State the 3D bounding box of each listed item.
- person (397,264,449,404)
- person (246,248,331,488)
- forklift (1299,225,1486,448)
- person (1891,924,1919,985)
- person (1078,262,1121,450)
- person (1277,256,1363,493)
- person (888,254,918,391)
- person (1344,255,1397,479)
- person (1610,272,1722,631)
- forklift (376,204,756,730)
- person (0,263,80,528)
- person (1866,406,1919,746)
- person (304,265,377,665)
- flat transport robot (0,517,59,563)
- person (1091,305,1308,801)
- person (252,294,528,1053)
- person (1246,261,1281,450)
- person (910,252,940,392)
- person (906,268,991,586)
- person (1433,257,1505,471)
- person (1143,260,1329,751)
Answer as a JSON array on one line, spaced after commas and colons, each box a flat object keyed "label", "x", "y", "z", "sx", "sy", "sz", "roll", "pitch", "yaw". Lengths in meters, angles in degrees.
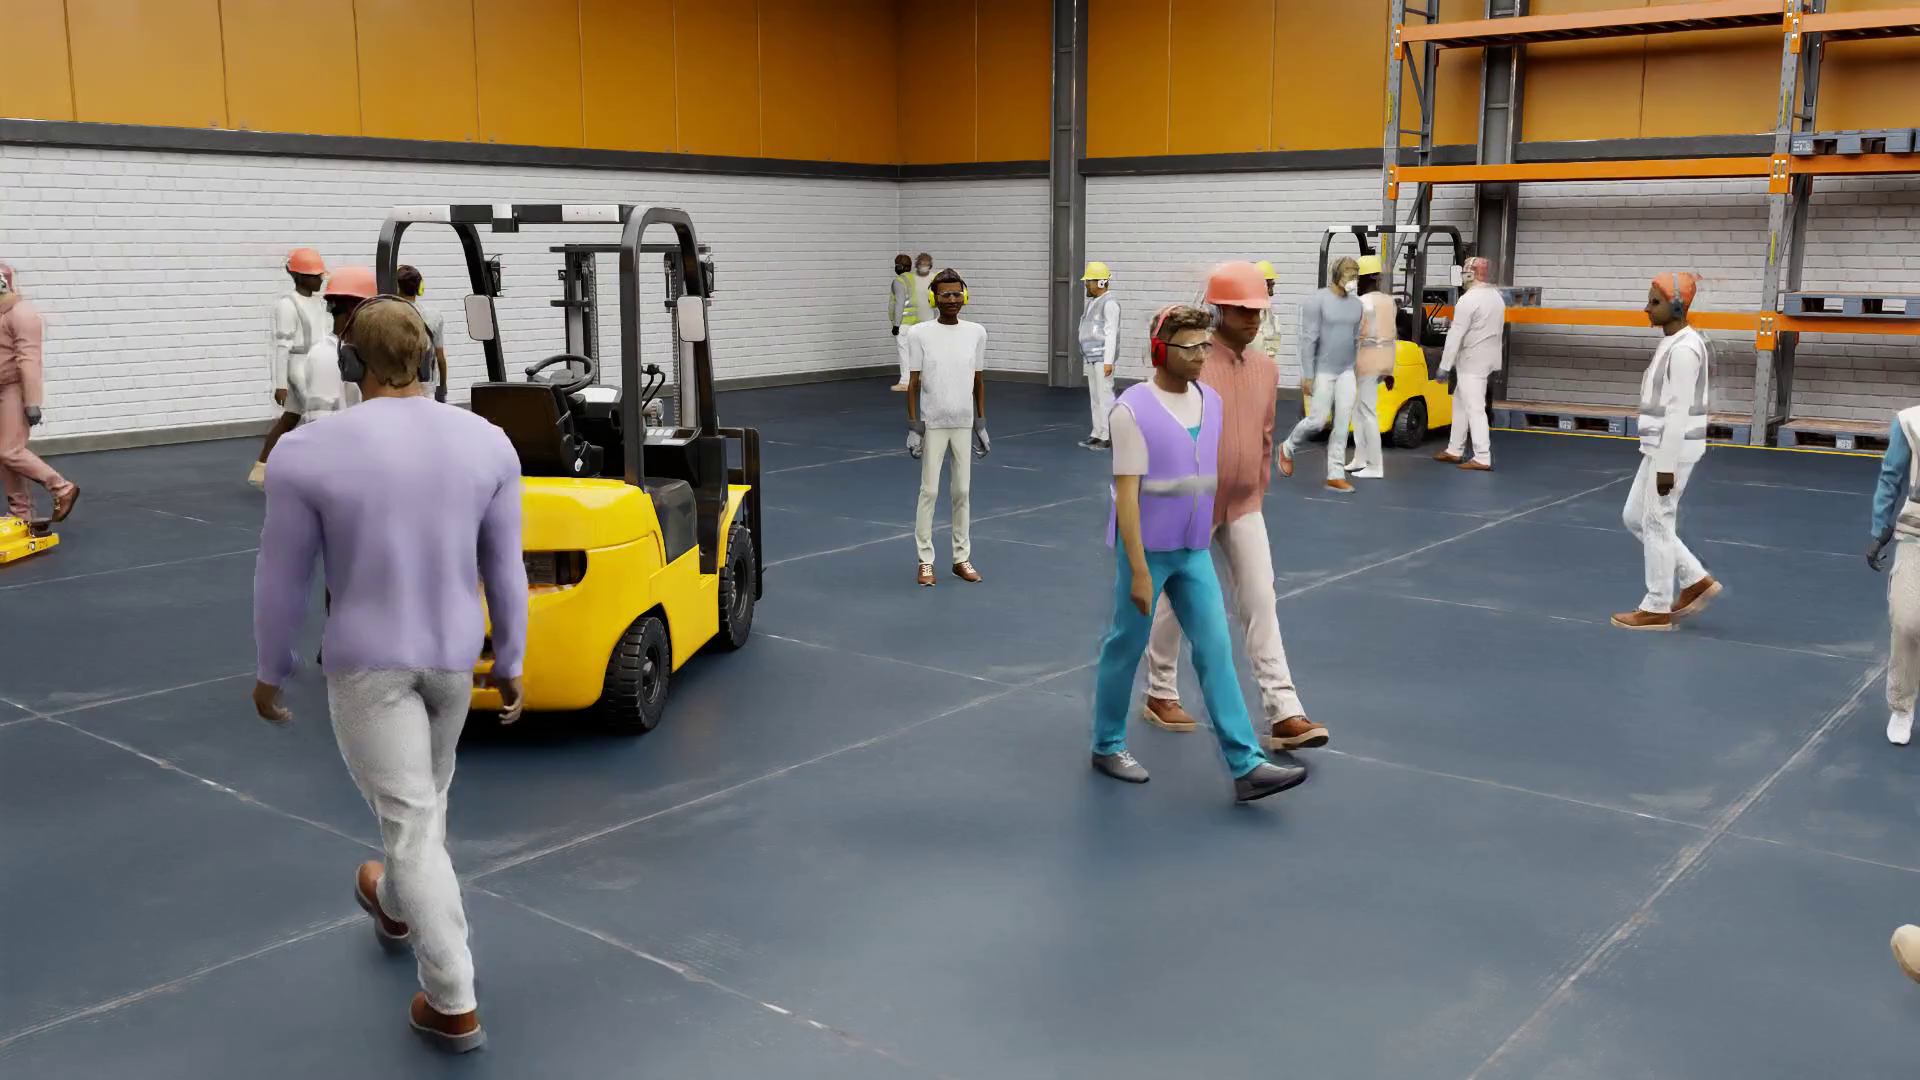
[{"label": "person", "x": -3.975, "y": -1.059, "z": 12.085, "sx": 0.334, "sy": 1.860, "sz": 0.533, "roll": 10, "pitch": 14, "yaw": 44}, {"label": "person", "x": -5.258, "y": -1.332, "z": 13.283, "sx": 1.069, "sy": 1.979, "sz": 0.724, "roll": 0, "pitch": 10, "yaw": 0}, {"label": "forklift", "x": 4.449, "y": -2.115, "z": 16.993, "sx": 1.214, "sy": 2.155, "sz": 2.313, "roll": 8, "pitch": 13, "yaw": 38}, {"label": "person", "x": 2.891, "y": 0.295, "z": 4.064, "sx": 0.736, "sy": 2.000, "sz": 0.997, "roll": -8, "pitch": 13, "yaw": -37}, {"label": "person", "x": 1.353, "y": -1.790, "z": 16.227, "sx": 0.403, "sy": 1.826, "sz": 0.596, "roll": -3, "pitch": 11, "yaw": -16}, {"label": "person", "x": 2.978, "y": -1.357, "z": 13.580, "sx": 0.644, "sy": 1.913, "sz": 0.708, "roll": -6, "pitch": 12, "yaw": -28}, {"label": "person", "x": -0.758, "y": -2.943, "z": 22.561, "sx": 0.430, "sy": 1.843, "sz": 0.626, "roll": 5, "pitch": 11, "yaw": 25}, {"label": "person", "x": 3.428, "y": -1.477, "z": 14.277, "sx": 0.651, "sy": 1.906, "sz": 0.589, "roll": 9, "pitch": 14, "yaw": 42}, {"label": "person", "x": 3.671, "y": -0.443, "z": 8.599, "sx": 0.450, "sy": 1.874, "sz": 0.585, "roll": 3, "pitch": 11, "yaw": 18}, {"label": "forklift", "x": -1.766, "y": -0.406, "z": 7.525, "sx": 1.214, "sy": 2.155, "sz": 2.313, "roll": 1, "pitch": 10, "yaw": 7}, {"label": "person", "x": -6.592, "y": -0.994, "z": 11.627, "sx": 0.662, "sy": 1.887, "sz": 0.494, "roll": 9, "pitch": 13, "yaw": 40}, {"label": "person", "x": 3.919, "y": 0.038, "z": 6.605, "sx": 0.554, "sy": 1.620, "sz": 0.486, "roll": 5, "pitch": 12, "yaw": 28}, {"label": "person", "x": -2.842, "y": -0.290, "z": 7.695, "sx": 0.451, "sy": 1.912, "sz": 0.599, "roll": 0, "pitch": 10, "yaw": -1}, {"label": "flat transport robot", "x": -6.641, "y": 0.000, "z": 10.606, "sx": 1.431, "sy": 0.197, "sz": 0.652, "roll": 0, "pitch": 10, "yaw": -2}, {"label": "person", "x": 0.807, "y": 0.065, "z": 6.005, "sx": 0.596, "sy": 1.792, "sz": 0.955, "roll": -9, "pitch": 13, "yaw": -40}, {"label": "person", "x": -1.507, "y": 0.310, "z": 4.388, "sx": 0.653, "sy": 1.885, "sz": 1.012, "roll": -8, "pitch": 13, "yaw": -39}, {"label": "person", "x": 2.913, "y": -1.788, "z": 16.182, "sx": 0.404, "sy": 1.831, "sz": 0.600, "roll": 1, "pitch": 10, "yaw": 5}, {"label": "person", "x": -0.511, "y": -2.945, "z": 22.520, "sx": 0.637, "sy": 1.855, "sz": 1.058, "roll": 0, "pitch": 10, "yaw": 1}, {"label": "person", "x": -0.067, "y": -0.666, "z": 9.862, "sx": 0.518, "sy": 1.872, "sz": 0.326, "roll": -4, "pitch": 11, "yaw": -20}, {"label": "person", "x": 4.467, "y": -1.567, "z": 14.842, "sx": 0.791, "sy": 1.882, "sz": 0.648, "roll": 9, "pitch": 14, "yaw": 41}, {"label": "person", "x": 1.082, "y": -0.119, "z": 6.622, "sx": 0.633, "sy": 1.941, "sz": 1.027, "roll": -5, "pitch": 11, "yaw": -27}]
